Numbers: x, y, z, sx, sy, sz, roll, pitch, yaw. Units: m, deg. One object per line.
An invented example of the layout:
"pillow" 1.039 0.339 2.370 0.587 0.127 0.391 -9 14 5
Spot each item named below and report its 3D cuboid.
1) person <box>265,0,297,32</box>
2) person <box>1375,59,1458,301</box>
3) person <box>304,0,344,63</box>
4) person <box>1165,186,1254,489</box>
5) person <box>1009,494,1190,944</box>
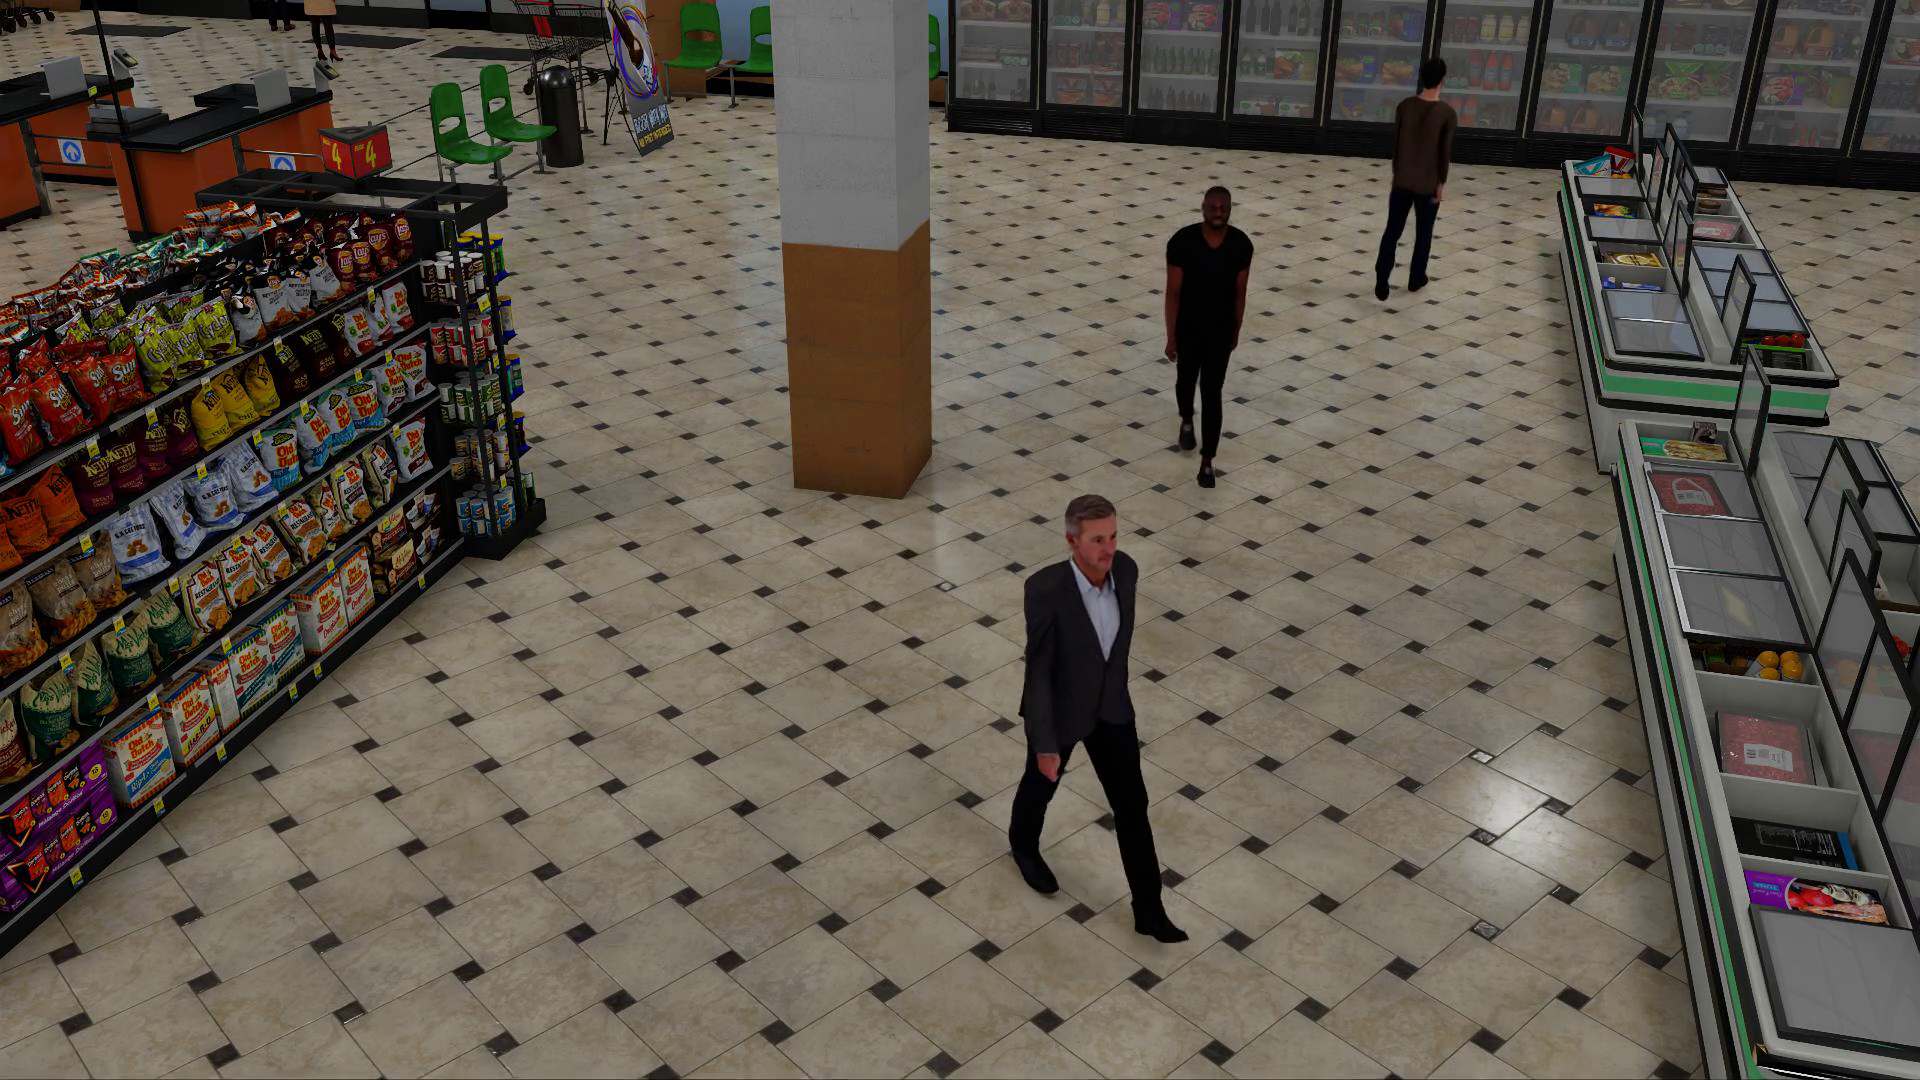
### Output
"person" -9.915 -8.218 23.891 0.704 1.727 0.679 -4 27 -8
"person" 3.536 -2.785 13.026 0.841 1.864 1.178 15 30 27
"person" -8.433 -7.149 21.834 0.636 1.682 0.512 7 28 14
"person" 1.463 -1.283 10.167 0.810 1.772 1.258 2 27 4
"person" 0.402 0.632 6.359 1.223 1.800 1.269 -16 31 -28
